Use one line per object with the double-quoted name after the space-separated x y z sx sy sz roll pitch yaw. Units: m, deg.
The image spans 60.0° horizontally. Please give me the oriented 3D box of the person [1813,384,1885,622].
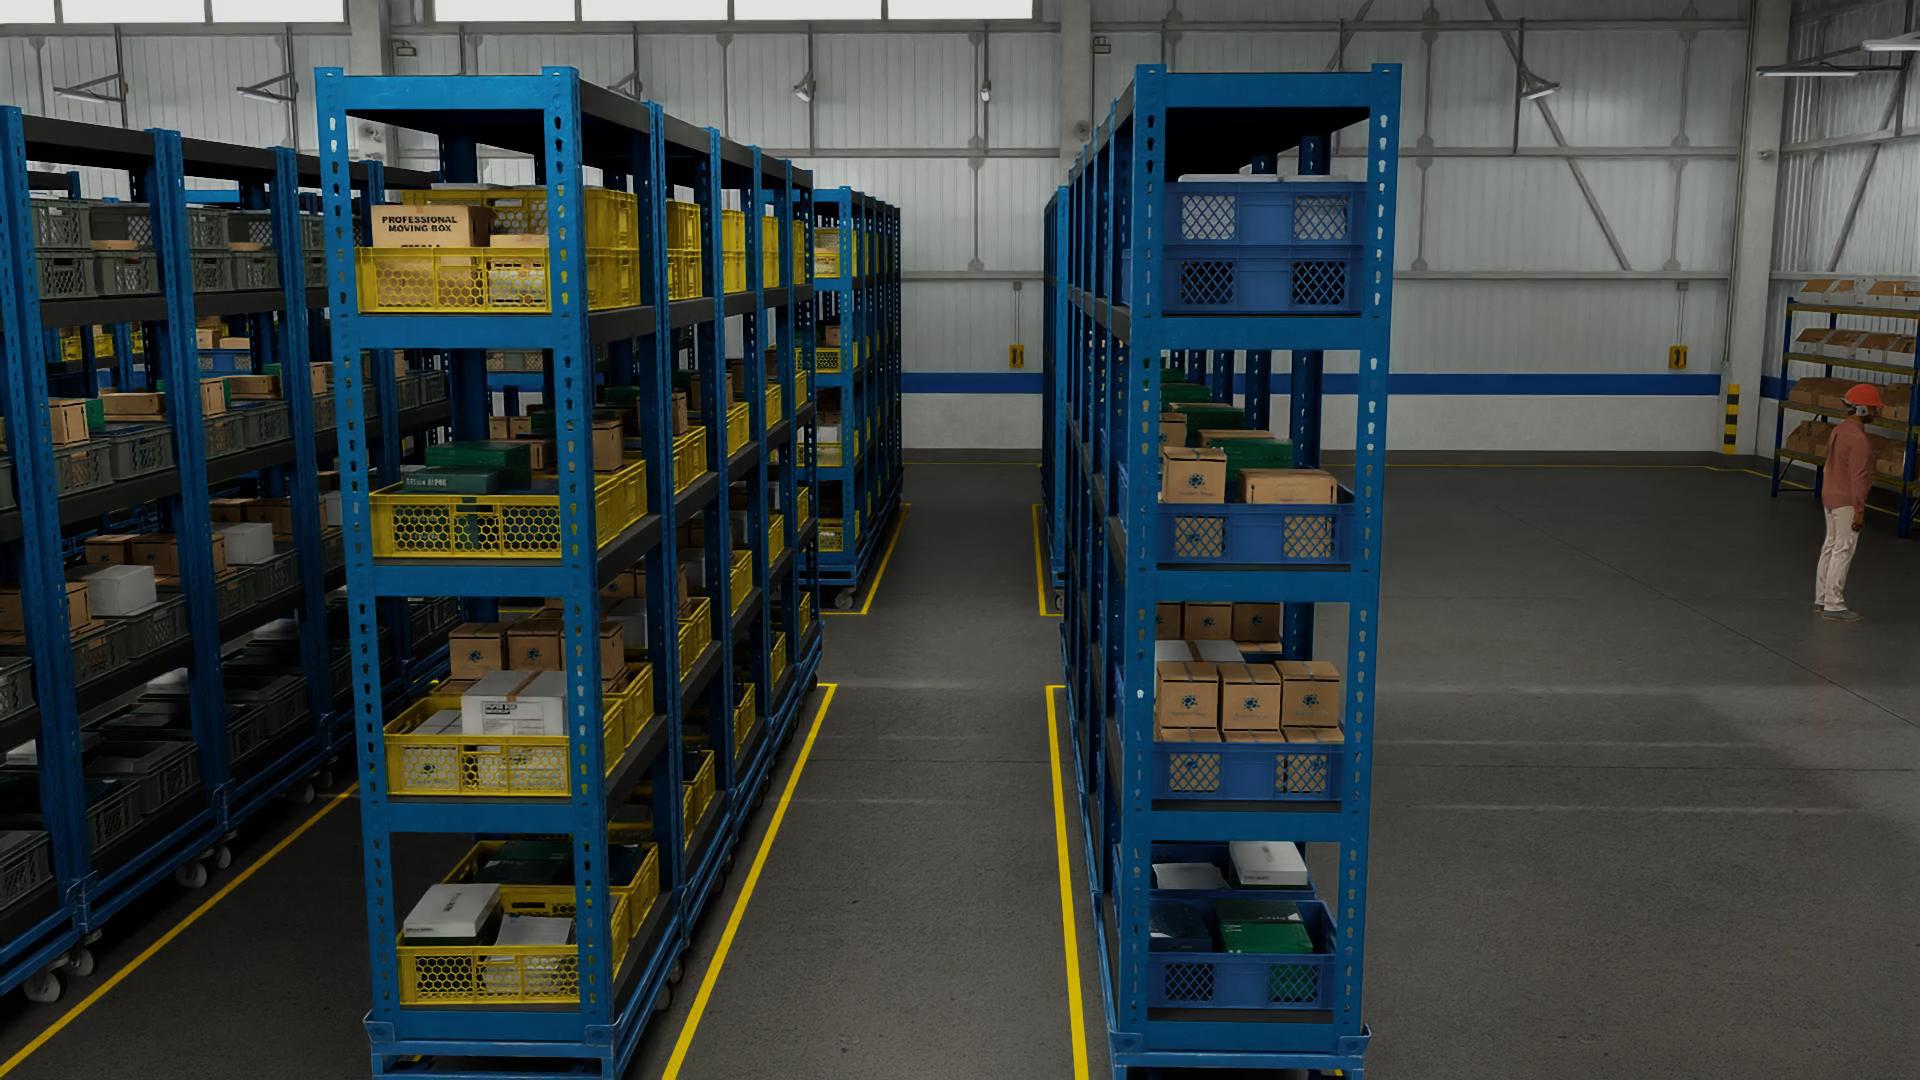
7.413 -0.308 13.861 0.401 1.987 0.608 1 10 8 "person"
